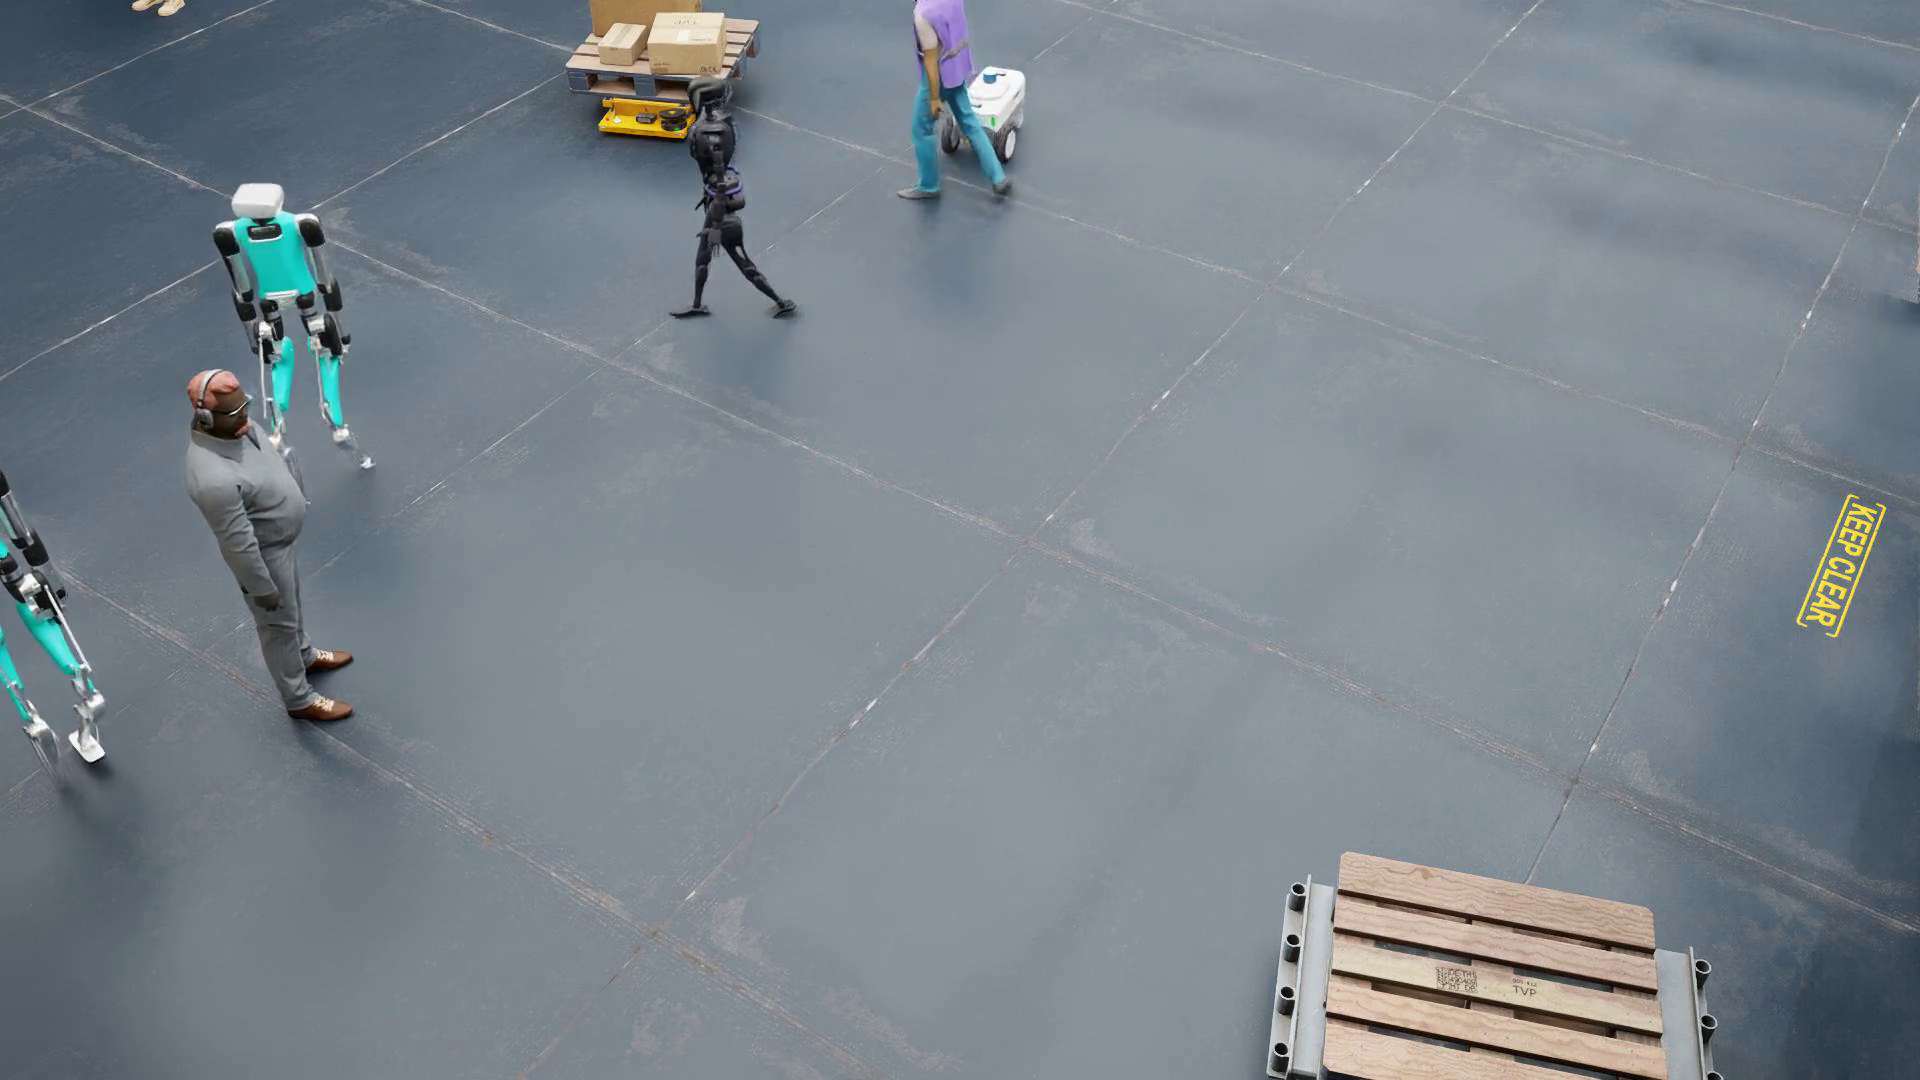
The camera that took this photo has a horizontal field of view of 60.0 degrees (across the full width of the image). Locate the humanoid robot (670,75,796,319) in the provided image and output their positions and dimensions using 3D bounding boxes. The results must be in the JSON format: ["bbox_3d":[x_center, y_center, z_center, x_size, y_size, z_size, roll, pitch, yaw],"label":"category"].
[{"bbox_3d":[-1.421,-2.023,10.033,0.780,1.643,0.599,-9,43,-10],"label":"humanoid robot"}]

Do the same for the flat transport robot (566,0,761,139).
[{"bbox_3d":[-2.211,-3.491,12.686,0.659,0.231,1.431,7,42,8],"label":"flat transport robot"}]

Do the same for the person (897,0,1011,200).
[{"bbox_3d":[-0.026,-3.082,11.087,0.695,1.803,0.655,18,45,19],"label":"person"}]

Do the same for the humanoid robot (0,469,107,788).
[{"bbox_3d":[-4.072,0.457,7.242,0.540,1.883,0.720,-33,51,-31],"label":"humanoid robot"}]

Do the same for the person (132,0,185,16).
[{"bbox_3d":[-6.700,-5.111,13.389,0.487,1.747,0.316,16,44,18],"label":"person"}]

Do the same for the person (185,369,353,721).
[{"bbox_3d":[-3.124,0.021,7.531,0.403,1.903,0.644,-9,43,-10],"label":"person"}]

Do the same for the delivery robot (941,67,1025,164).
[{"bbox_3d":[0.207,-3.107,12.049,0.499,0.606,0.807,14,44,15],"label":"delivery robot"}]

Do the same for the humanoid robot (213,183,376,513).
[{"bbox_3d":[-3.478,-0.911,8.732,0.530,1.801,0.799,-8,42,-9],"label":"humanoid robot"}]
